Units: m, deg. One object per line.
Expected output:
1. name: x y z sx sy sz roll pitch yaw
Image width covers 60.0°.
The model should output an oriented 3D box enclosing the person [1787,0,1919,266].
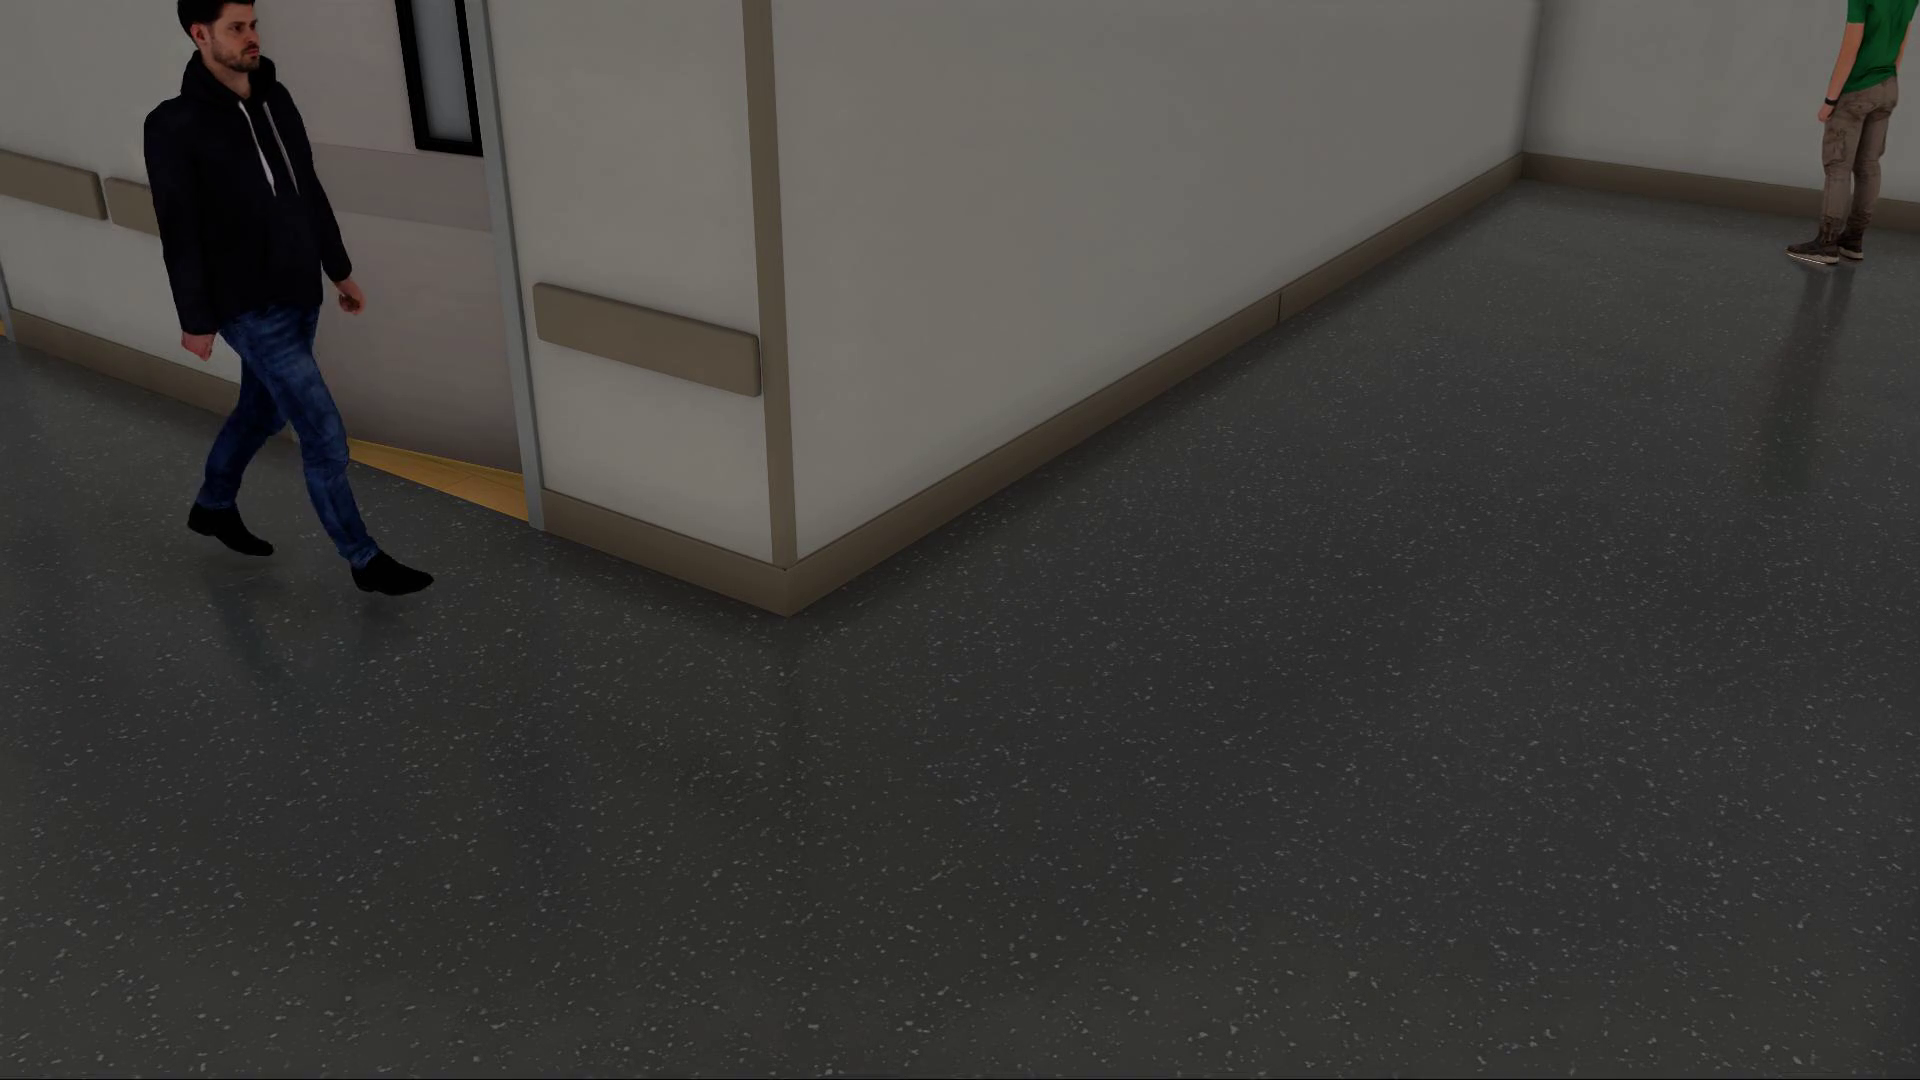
1. person: 4.571 -2.234 8.399 0.646 1.651 0.733 -9 27 -18

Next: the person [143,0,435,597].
1. person: -2.169 -0.718 5.029 0.986 1.848 1.217 8 27 17
